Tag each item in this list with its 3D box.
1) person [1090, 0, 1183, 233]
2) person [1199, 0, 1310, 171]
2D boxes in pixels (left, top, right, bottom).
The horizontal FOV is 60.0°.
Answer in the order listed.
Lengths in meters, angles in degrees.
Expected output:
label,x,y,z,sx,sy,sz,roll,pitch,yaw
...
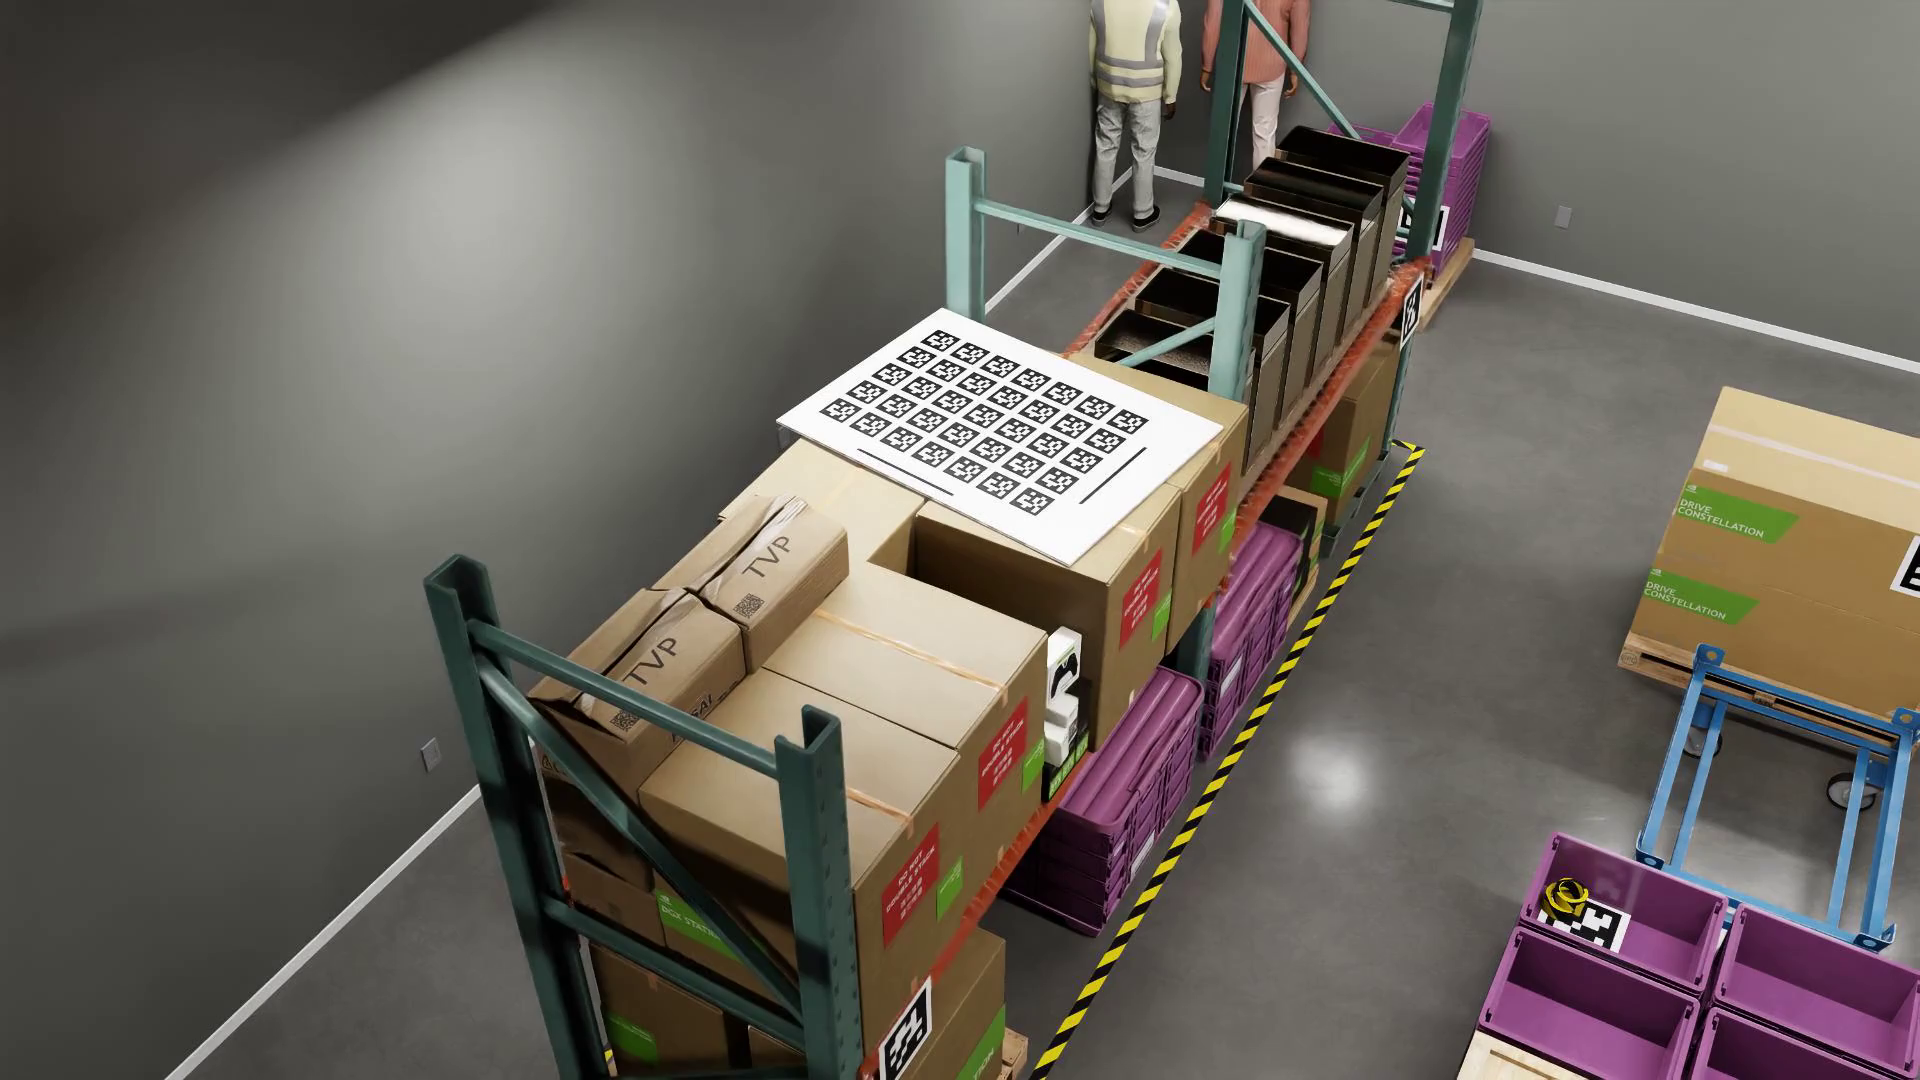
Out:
label,x,y,z,sx,sy,sz,roll,pitch,yaw
person,1.022,-2.716,9.916,0.602,1.828,0.404,14,42,16
person,1.739,-2.838,9.935,0.623,1.993,0.384,4,40,4
